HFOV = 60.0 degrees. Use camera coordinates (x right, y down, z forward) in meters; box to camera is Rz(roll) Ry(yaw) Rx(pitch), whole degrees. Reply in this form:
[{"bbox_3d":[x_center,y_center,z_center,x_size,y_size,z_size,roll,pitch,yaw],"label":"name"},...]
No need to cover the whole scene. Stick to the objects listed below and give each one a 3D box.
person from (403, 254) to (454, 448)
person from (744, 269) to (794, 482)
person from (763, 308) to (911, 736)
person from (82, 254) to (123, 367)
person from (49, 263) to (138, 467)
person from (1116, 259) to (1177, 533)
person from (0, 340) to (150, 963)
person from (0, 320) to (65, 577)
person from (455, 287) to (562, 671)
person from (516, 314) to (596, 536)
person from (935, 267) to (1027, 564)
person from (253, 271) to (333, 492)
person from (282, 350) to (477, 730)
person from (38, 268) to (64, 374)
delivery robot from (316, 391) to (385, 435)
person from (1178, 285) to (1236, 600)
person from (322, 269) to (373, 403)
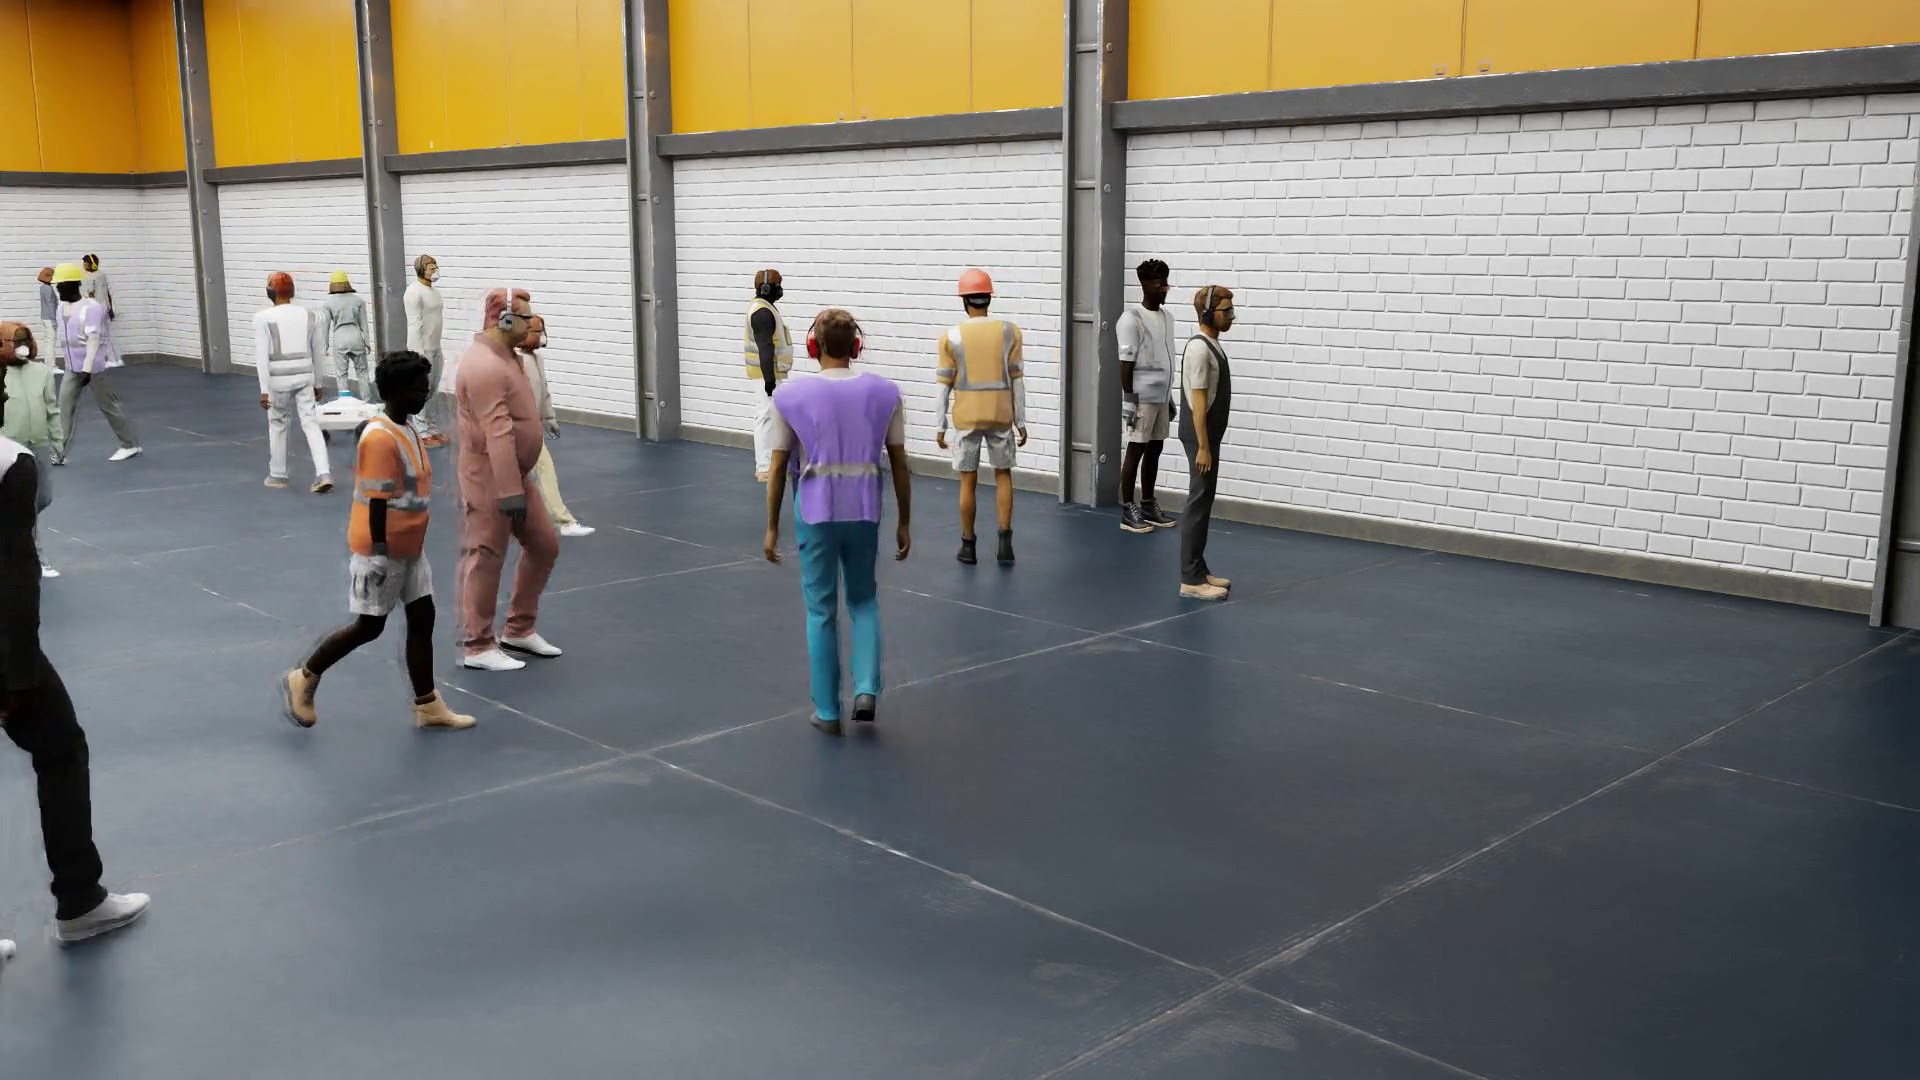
[{"bbox_3d":[-5.381,-1.906,16.817,0.379,1.940,0.629,1,10,5],"label":"person"},{"bbox_3d":[-1.656,-1.429,14.482,0.429,1.842,0.636,-2,11,-8],"label":"person"},{"bbox_3d":[-0.518,-0.066,7.090,0.608,1.823,0.439,-4,11,-20],"label":"person"},{"bbox_3d":[-13.884,-3.696,26.885,0.360,1.834,0.599,0,10,0],"label":"person"},{"bbox_3d":[-8.196,-1.636,15.514,0.588,1.878,0.993,4,11,22],"label":"person"},{"bbox_3d":[1.372,-1.046,12.047,0.361,1.964,0.616,8,13,39],"label":"person"},{"bbox_3d":[-2.808,0.306,4.874,0.599,1.888,0.802,3,11,14],"label":"person"},{"bbox_3d":[-5.953,-0.585,10.511,0.678,1.615,0.508,5,12,27],"label":"person"},{"bbox_3d":[-2.198,-0.286,8.146,0.608,1.880,0.671,0,10,-2],"label":"person"},{"bbox_3d":[-3.079,-0.815,11.833,0.888,1.585,0.511,1,10,4],"label":"person"},{"bbox_3d":[0.134,-0.785,10.737,0.594,1.927,0.424,-1,10,-6],"label":"person"},{"bbox_3d":[-5.549,-1.310,13.852,0.960,1.846,0.594,10,14,43],"label":"person"},{"bbox_3d":[-2.520,0.017,7.092,0.765,1.661,0.540,0,10,-1],"label":"person"},{"bbox_3d":[-14.065,-3.389,25.733,0.279,1.632,0.502,-8,13,-37],"label":"person"},{"bbox_3d":[-6.226,-1.275,16.896,0.707,0.478,0.477,-2,11,-11],"label":"delivery robot"},{"bbox_3d":[1.459,-0.577,9.822,0.331,1.844,0.520,2,11,13],"label":"person"},{"bbox_3d":[-7.174,-2.286,19.446,0.519,1.734,0.347,-6,12,-28],"label":"person"}]
